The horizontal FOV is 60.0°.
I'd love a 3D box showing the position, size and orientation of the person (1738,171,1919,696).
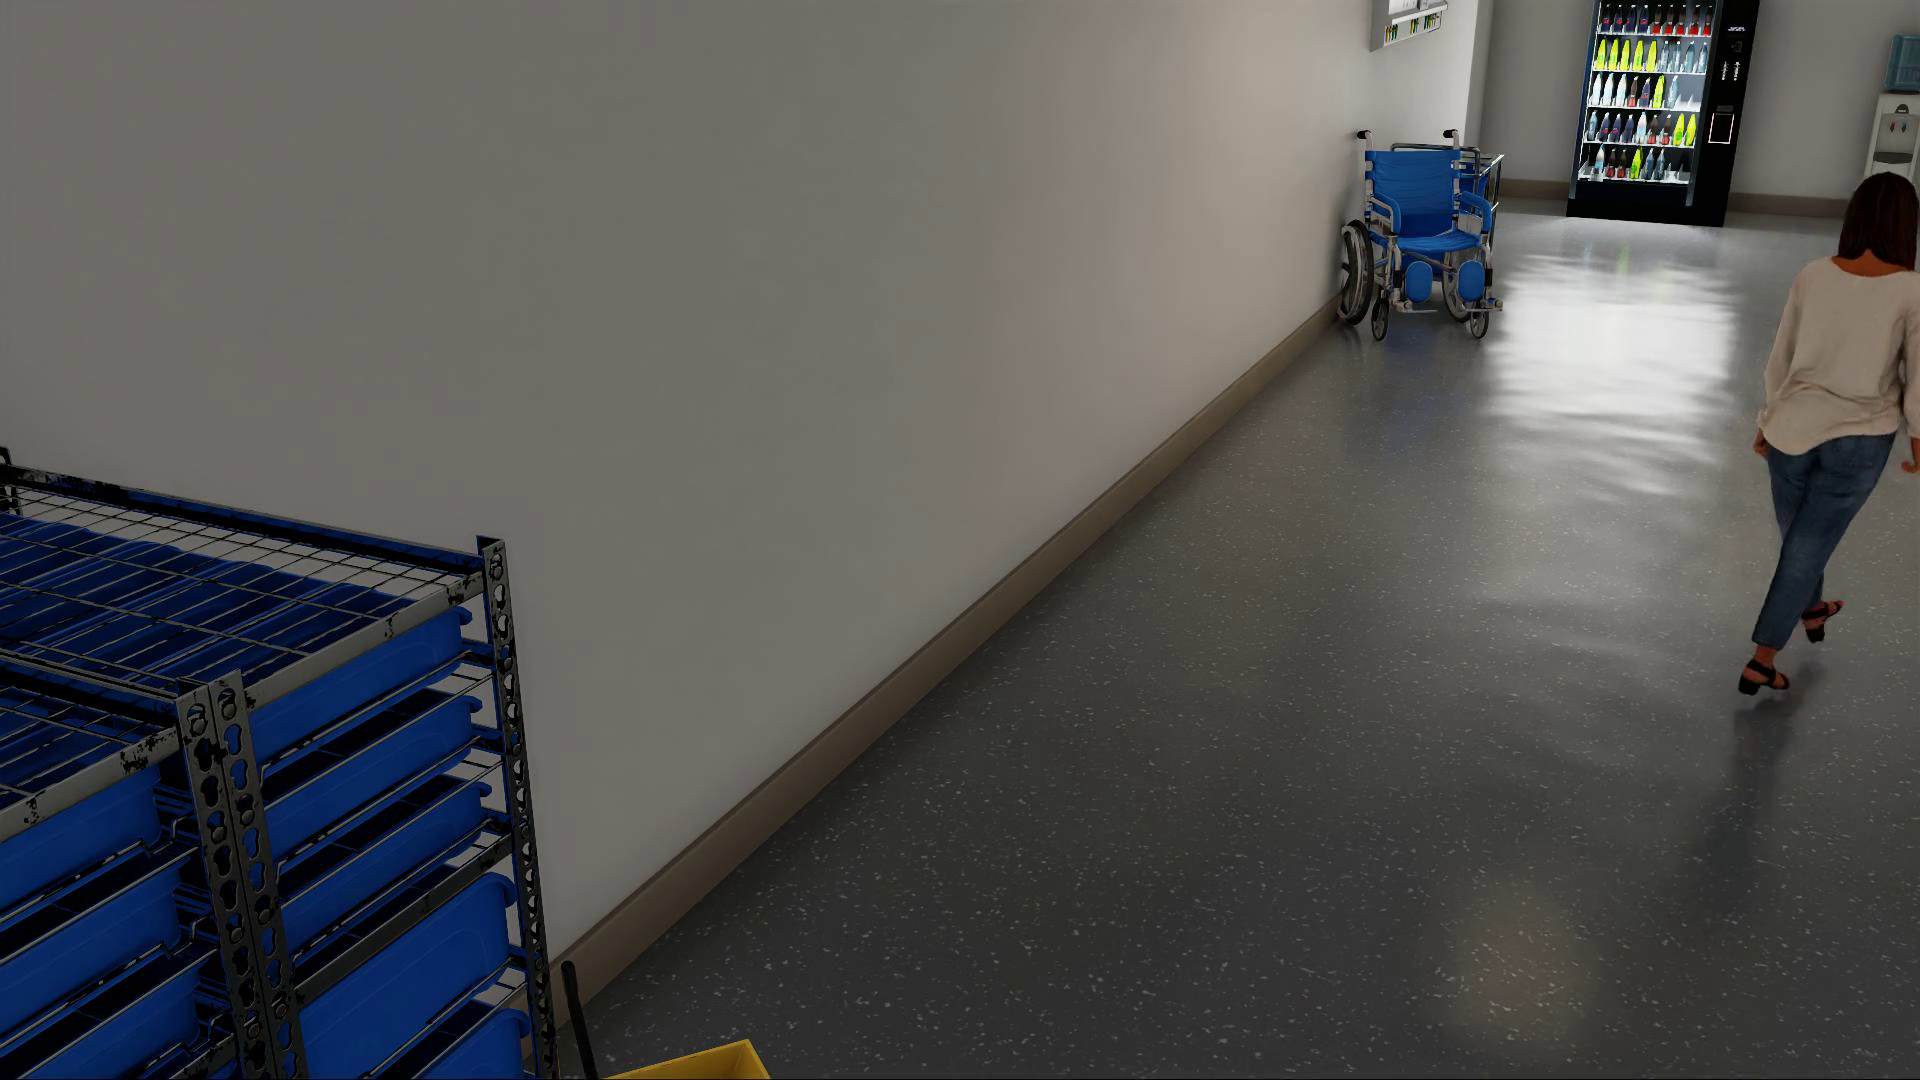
[{"bbox_3d":[2.681,-0.285,5.224,0.995,1.650,1.045,-15,25,-34],"label":"person"}]
